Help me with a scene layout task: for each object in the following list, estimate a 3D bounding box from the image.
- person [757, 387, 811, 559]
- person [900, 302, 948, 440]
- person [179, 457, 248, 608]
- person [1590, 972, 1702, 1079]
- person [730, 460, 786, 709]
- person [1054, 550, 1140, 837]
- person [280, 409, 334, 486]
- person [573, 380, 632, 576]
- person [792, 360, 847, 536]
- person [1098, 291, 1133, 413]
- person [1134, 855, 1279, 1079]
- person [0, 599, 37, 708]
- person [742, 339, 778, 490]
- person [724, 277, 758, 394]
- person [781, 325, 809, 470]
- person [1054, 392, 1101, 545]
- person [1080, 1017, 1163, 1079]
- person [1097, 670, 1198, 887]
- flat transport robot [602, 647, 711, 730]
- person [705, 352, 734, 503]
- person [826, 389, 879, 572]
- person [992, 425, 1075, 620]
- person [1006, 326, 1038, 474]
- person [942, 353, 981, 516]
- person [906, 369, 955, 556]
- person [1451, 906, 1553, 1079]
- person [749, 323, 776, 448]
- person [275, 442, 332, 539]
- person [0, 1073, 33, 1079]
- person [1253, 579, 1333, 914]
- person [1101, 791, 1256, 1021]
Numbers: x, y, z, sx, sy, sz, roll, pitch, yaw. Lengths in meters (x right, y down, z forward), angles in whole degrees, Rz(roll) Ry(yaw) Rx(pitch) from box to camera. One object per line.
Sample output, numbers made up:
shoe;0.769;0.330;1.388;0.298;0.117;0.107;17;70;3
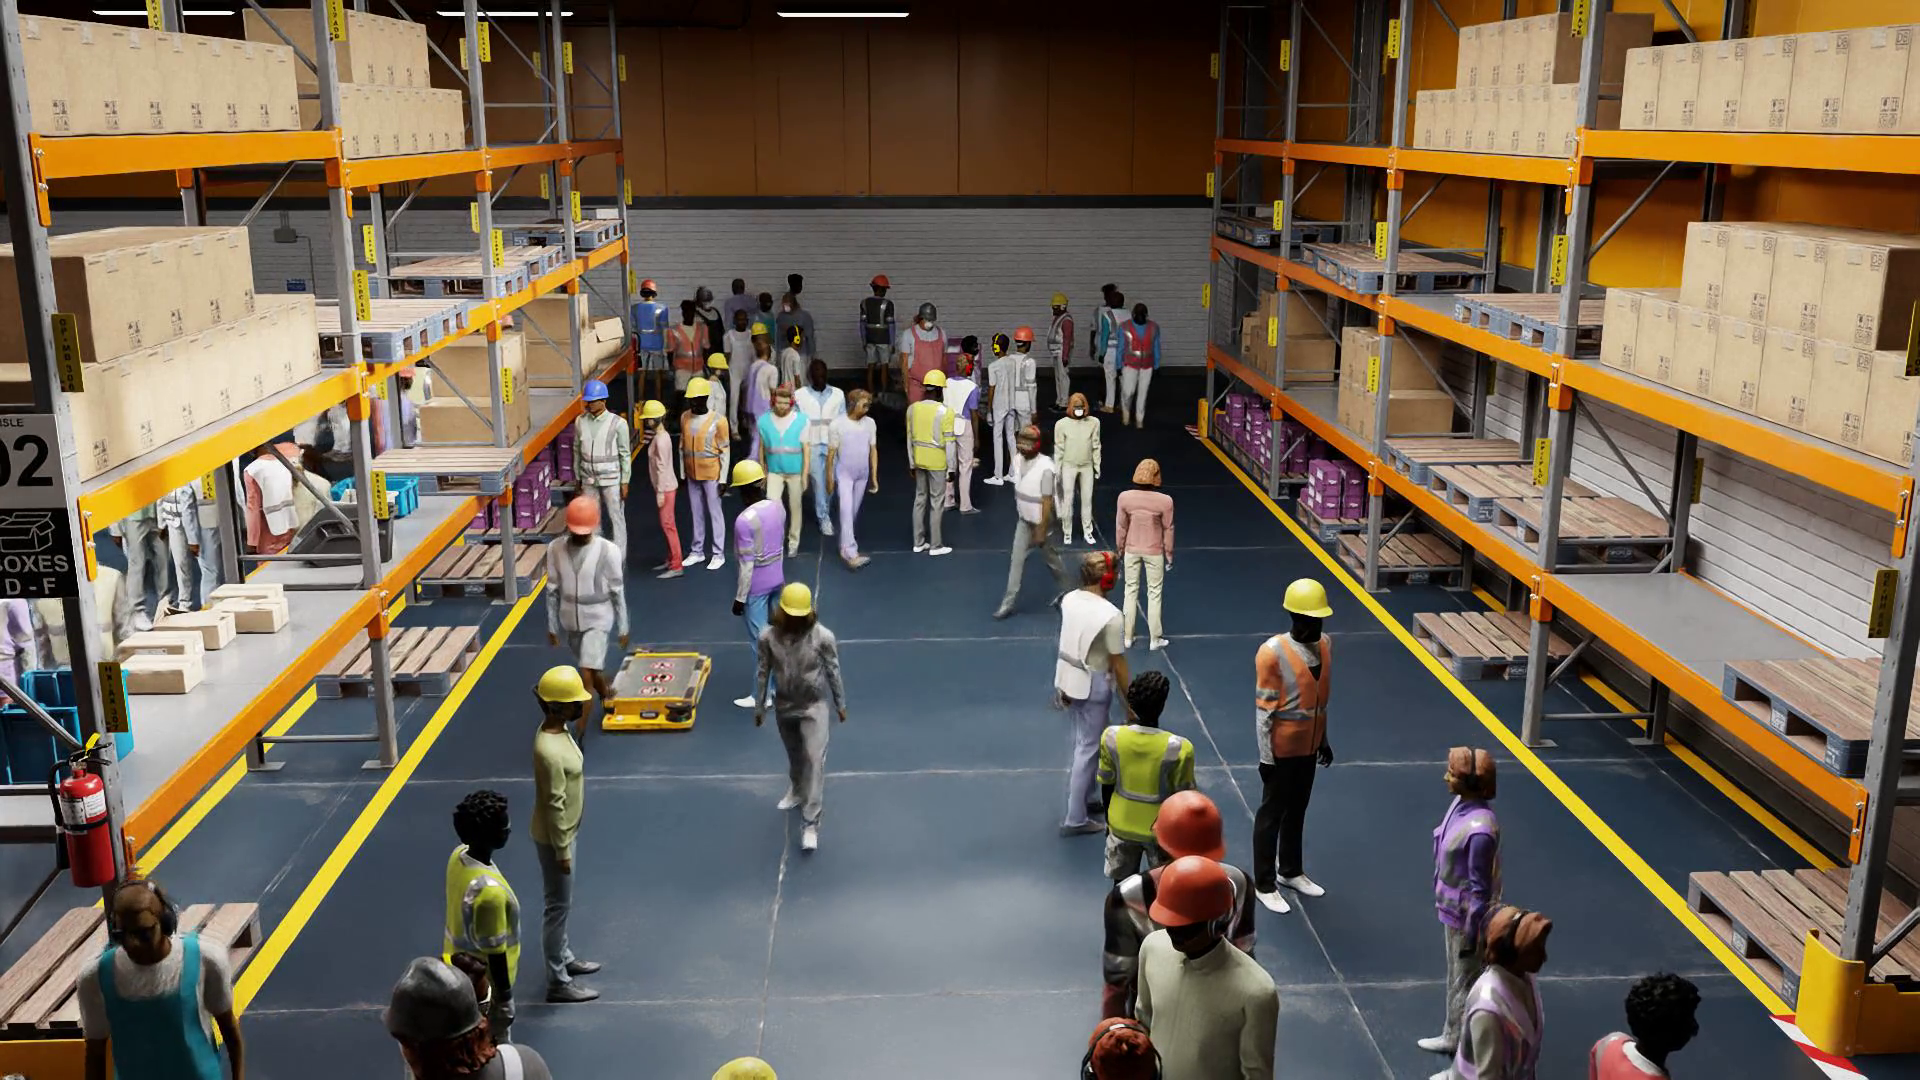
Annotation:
person;-1.777;-0.627;16.672;0.558;1.797;0.910;1;14;3
person;-0.436;-2.166;22.220;0.676;2.000;0.536;-6;15;-22
person;-6.440;-0.097;14.378;0.391;1.905;0.599;8;16;27
person;2.271;2.243;5.622;0.322;1.687;0.536;-1;14;-2
person;-1.544;0.336;12.646;0.383;1.918;0.584;6;16;23
person;0.886;0.958;10.397;0.612;1.824;0.590;-6;16;-23
person;-7.719;-1.437;19.556;0.598;1.946;0.428;8;16;28
person;-3.500;-0.598;16.250;0.615;1.947;0.388;5;15;18
person;-1.495;-1.021;18.092;0.635;1.900;0.661;-5;15;-20
person;2.372;-2.864;25.362;0.636;1.840;0.429;-8;17;-30
person;0.826;2.032;5.859;0.407;1.986;0.616;-13;19;-41
person;-6.047;0.915;10.353;0.594;1.926;0.368;1;14;4
person;-2.459;-1.523;20.200;0.525;1.809;0.687;13;19;42
person;-3.480;-3.251;26.749;0.635;1.921;0.768;-13;19;-40
person;-2.105;-1.799;21.144;0.327;1.862;0.510;-7;16;-26
person;1.235;-0.751;17.503;0.504;1.623;0.292;-3;15;-11
person;0.475;2.312;4.976;0.580;1.879;0.351;0;14;2
person;0.963;1.487;8.563;0.535;1.700;0.318;7;16;25
flat transport robot;-2.321;1.127;12.823;0.652;0.197;1.431;-1;14;-2
person;-2.840;-1.318;19.462;0.349;1.761;0.530;1;14;4
person;-1.044;-0.607;16.621;0.511;1.788;0.951;-8;16;-29
person;0.680;-0.182;14.984;0.952;1.777;0.621;-10;17;-33
person;0.765;-1.662;20.474;0.387;1.929;0.543;-12;18;-39
person;0.001;-1.191;18.812;0.394;1.836;0.561;-12;19;-39
person;-0.280;-0.798;17.126;0.585;1.909;0.423;10;18;36
person;2.063;2.134;6.225;0.788;1.596;0.532;11;18;36
person;-2.671;-2.071;22.469;0.486;1.735;0.338;13;19;41
person;-5.679;-0.020;14.465;0.624;1.719;0.519;1;14;5
person;-3.195;2.305;5.437;0.732;1.665;0.531;10;17;34
person;1.907;1.146;9.442;0.585;1.929;0.371;-12;18;-38
person;0.839;1.894;6.319;0.611;2.030;0.410;-4;15;-15
